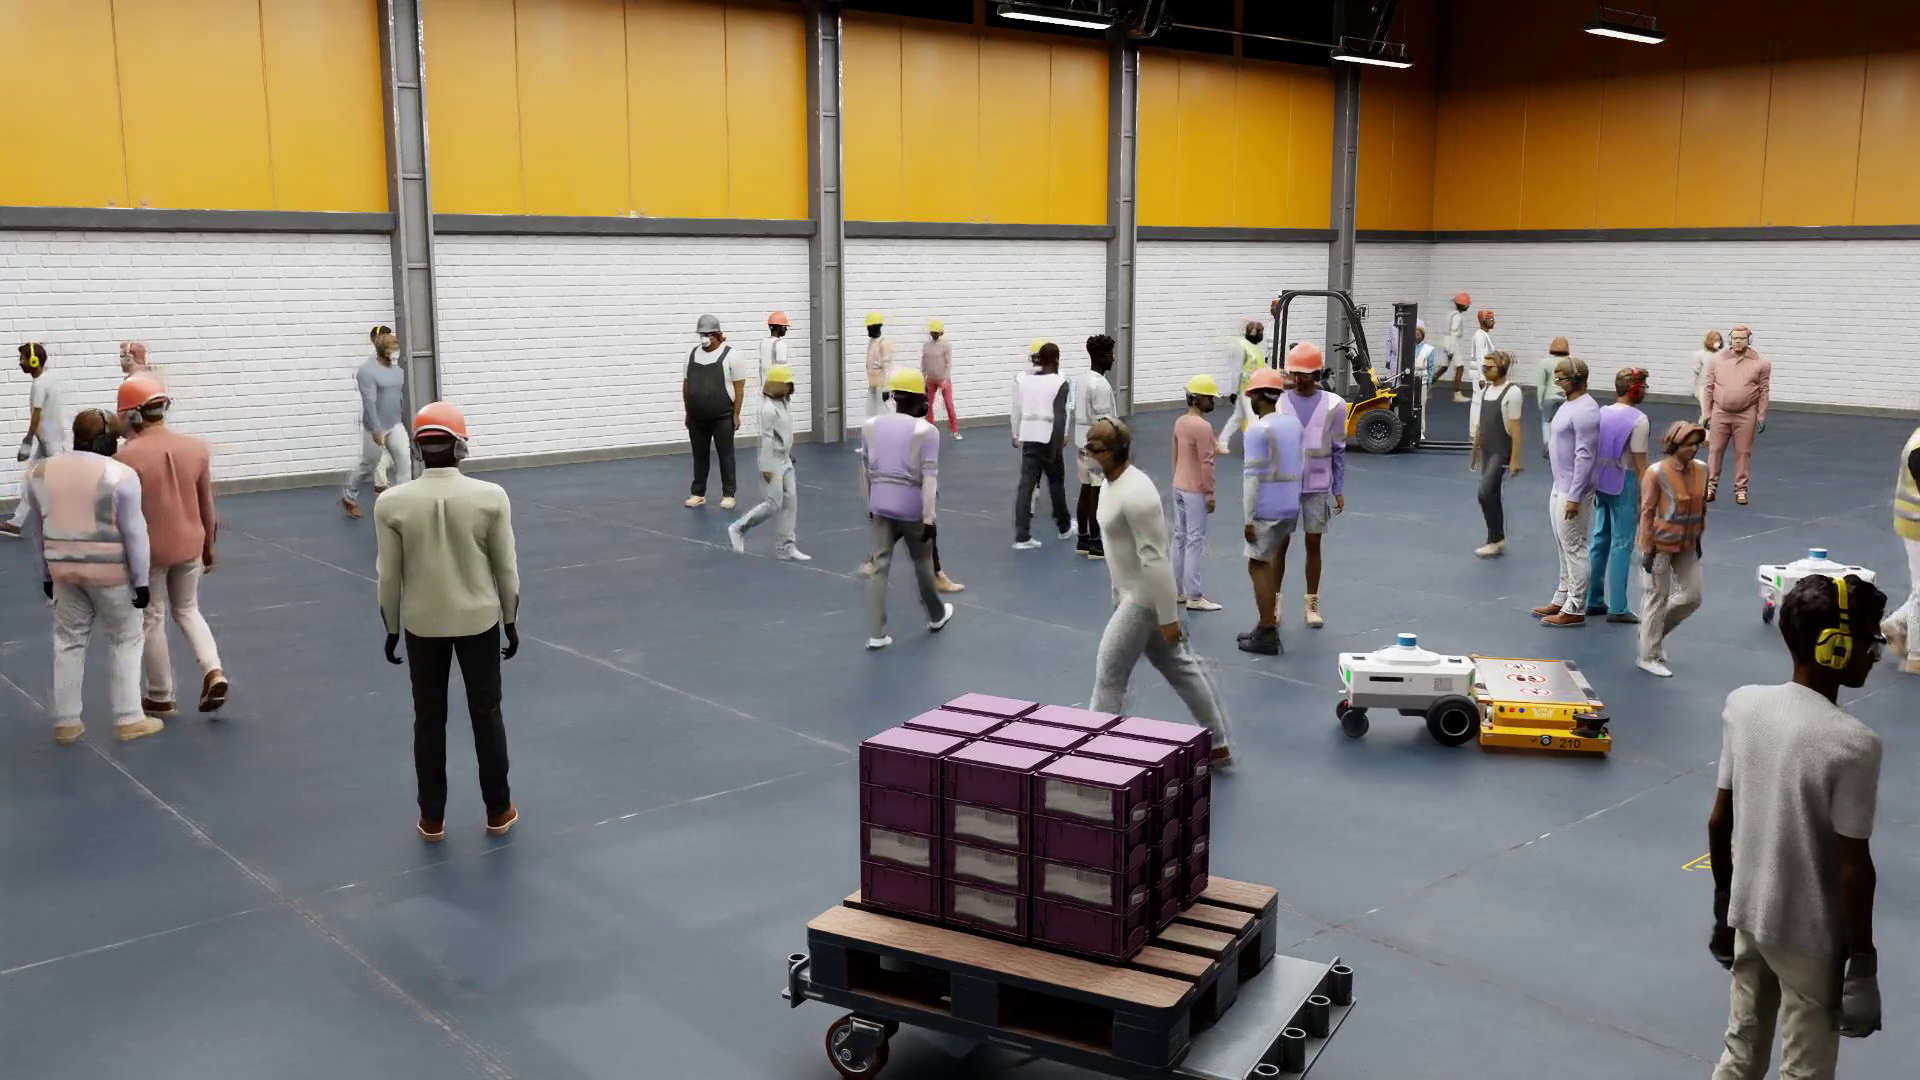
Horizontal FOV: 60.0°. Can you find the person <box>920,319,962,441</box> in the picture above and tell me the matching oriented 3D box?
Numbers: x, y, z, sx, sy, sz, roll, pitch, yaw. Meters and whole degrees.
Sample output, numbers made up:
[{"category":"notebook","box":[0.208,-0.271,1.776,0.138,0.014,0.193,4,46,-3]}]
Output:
[{"category":"person","box":[-0.315,-2.278,23.765,0.765,1.739,0.415,6,12,33]}]

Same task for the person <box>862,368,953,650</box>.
[{"category":"person","box":[-0.380,-0.231,11.378,0.611,1.878,0.973,4,10,21]}]

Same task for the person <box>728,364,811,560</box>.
[{"category":"person","box":[-1.651,-0.669,14.396,0.644,1.725,0.488,3,10,15]}]

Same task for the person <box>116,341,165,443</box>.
[{"category":"person","box":[-7.613,-0.919,15.482,1.015,1.853,0.666,0,10,-3]}]

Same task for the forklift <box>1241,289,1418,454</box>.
[{"category":"forklift","box":[5.034,-2.339,22.783,2.313,2.155,1.214,3,10,16]}]

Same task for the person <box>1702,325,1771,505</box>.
[{"category":"person","box":[8.248,-1.331,17.722,0.639,1.911,0.402,5,11,29]}]

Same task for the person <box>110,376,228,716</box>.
[{"category":"person","box":[-4.466,0.059,9.416,0.654,1.965,0.648,6,12,33]}]

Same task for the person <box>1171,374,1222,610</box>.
[{"category":"person","box":[1.768,-0.358,12.457,0.329,1.763,0.523,-3,10,-18]}]

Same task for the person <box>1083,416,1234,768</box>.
[{"category":"person","box":[0.885,0.310,8.294,1.106,1.864,0.686,0,10,-3]}]

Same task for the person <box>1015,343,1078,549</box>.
[{"category":"person","box":[0.776,-0.870,15.218,0.603,1.838,1.014,7,12,37]}]

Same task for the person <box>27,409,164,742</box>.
[{"category":"person","box":[-4.702,0.204,9.035,0.669,1.822,0.430,1,10,4]}]

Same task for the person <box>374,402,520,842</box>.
[{"category":"person","box":[-2.300,0.373,7.521,0.611,1.985,0.393,-2,10,-14]}]

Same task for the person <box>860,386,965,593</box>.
[{"category":"person","box":[-0.409,-0.414,13.084,0.841,1.662,0.533,1,10,6]}]

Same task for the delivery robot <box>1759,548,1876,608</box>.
[{"category":"delivery robot","box":[6.089,0.304,11.828,0.707,0.478,0.477,0,10,3]}]

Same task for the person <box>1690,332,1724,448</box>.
[{"category":"person","box":[10.344,-2.050,22.824,0.513,1.592,0.820,-1,10,-5]}]

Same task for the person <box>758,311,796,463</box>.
[{"category":"person","box":[-2.332,-1.945,21.234,0.369,1.933,0.551,-8,12,-39]}]

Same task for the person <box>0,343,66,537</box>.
[{"category":"person","box":[-8.607,-0.911,15.505,0.961,1.819,0.538,-5,11,-27]}]

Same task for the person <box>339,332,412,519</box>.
[{"category":"person","box":[-5.784,-1.118,16.528,0.993,1.900,0.636,5,11,25]}]

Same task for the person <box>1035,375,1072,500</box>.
[{"category":"person","box":[0.932,-1.248,17.855,0.535,1.697,0.318,4,10,20]}]

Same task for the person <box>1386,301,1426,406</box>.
[{"category":"person","box":[7.279,-2.964,27.284,0.653,1.906,0.408,8,12,38]}]

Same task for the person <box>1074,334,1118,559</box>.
[{"category":"person","box":[1.198,-0.817,14.537,0.362,1.965,0.611,-3,10,-16]}]

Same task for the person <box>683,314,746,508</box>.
[{"category":"person","box":[-2.612,-1.346,17.421,0.684,2.000,0.536,3,10,16]}]

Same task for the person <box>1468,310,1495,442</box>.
[{"category":"person","box":[7.377,-2.306,23.504,0.355,1.884,0.574,3,10,17]}]

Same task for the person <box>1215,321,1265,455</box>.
[{"category":"person","box":[3.751,-1.976,21.912,0.931,1.808,0.647,6,12,33]}]

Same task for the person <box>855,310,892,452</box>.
[{"category":"person","box":[-1.087,-2.111,22.312,0.484,1.937,0.620,-5,11,-26]}]

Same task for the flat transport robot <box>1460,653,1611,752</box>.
[{"category":"flat transport robot","box":[3.234,0.898,9.455,0.652,0.197,1.431,2,10,11]}]

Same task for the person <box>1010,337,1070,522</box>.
[{"category":"person","box":[0.792,-1.092,16.539,0.591,1.834,0.404,0,10,-3]}]

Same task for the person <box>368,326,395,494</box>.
[{"category":"person","box":[-6.405,-1.444,18.496,0.312,1.869,0.535,-2,10,-13]}]

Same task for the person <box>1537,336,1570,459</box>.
[{"category":"person","box":[7.658,-1.801,21.314,0.504,1.622,0.379,3,10,15]}]

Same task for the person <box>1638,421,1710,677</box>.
[{"category":"person","box":[4.460,0.053,10.441,0.566,1.619,0.382,-4,11,-23]}]

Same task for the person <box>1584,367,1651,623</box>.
[{"category":"person","box":[4.743,-0.325,12.014,0.372,1.843,0.571,-3,10,-15]}]

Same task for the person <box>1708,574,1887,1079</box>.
[{"category":"person","box":[2.101,1.004,4.188,0.333,1.864,0.520,-3,10,-15]}]

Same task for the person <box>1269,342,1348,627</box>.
[{"category":"person","box":[2.420,-0.380,11.782,0.613,2.033,0.398,1,10,8]}]

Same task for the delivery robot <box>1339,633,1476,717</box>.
[{"category":"delivery robot","box":[2.455,0.758,9.169,0.707,0.478,0.477,1,10,7]}]

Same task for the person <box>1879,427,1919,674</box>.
[{"category":"person","box":[6.117,-0.046,10.453,0.441,1.828,0.628,8,12,38]}]

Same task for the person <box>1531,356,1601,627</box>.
[{"category":"person","box":[4.346,-0.341,11.853,0.371,1.935,0.627,2,10,10]}]

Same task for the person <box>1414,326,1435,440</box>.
[{"category":"person","box":[6.541,-2.255,23.914,0.513,1.641,0.307,3,10,15]}]

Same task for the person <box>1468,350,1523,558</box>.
[{"category":"person","box":[4.622,-0.740,14.494,0.497,1.825,0.535,-3,10,-15]}]

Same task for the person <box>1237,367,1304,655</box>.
[{"category":"person","box":[2.087,-0.204,11.187,0.532,1.886,0.589,9,13,43]}]

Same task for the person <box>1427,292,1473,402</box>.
[{"category":"person","box":[8.835,-3.488,30.155,0.866,2.002,0.648,1,10,7]}]

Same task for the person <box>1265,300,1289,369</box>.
[{"category":"person","box":[5.451,-3.206,28.769,0.351,1.884,0.582,-4,10,-21]}]
